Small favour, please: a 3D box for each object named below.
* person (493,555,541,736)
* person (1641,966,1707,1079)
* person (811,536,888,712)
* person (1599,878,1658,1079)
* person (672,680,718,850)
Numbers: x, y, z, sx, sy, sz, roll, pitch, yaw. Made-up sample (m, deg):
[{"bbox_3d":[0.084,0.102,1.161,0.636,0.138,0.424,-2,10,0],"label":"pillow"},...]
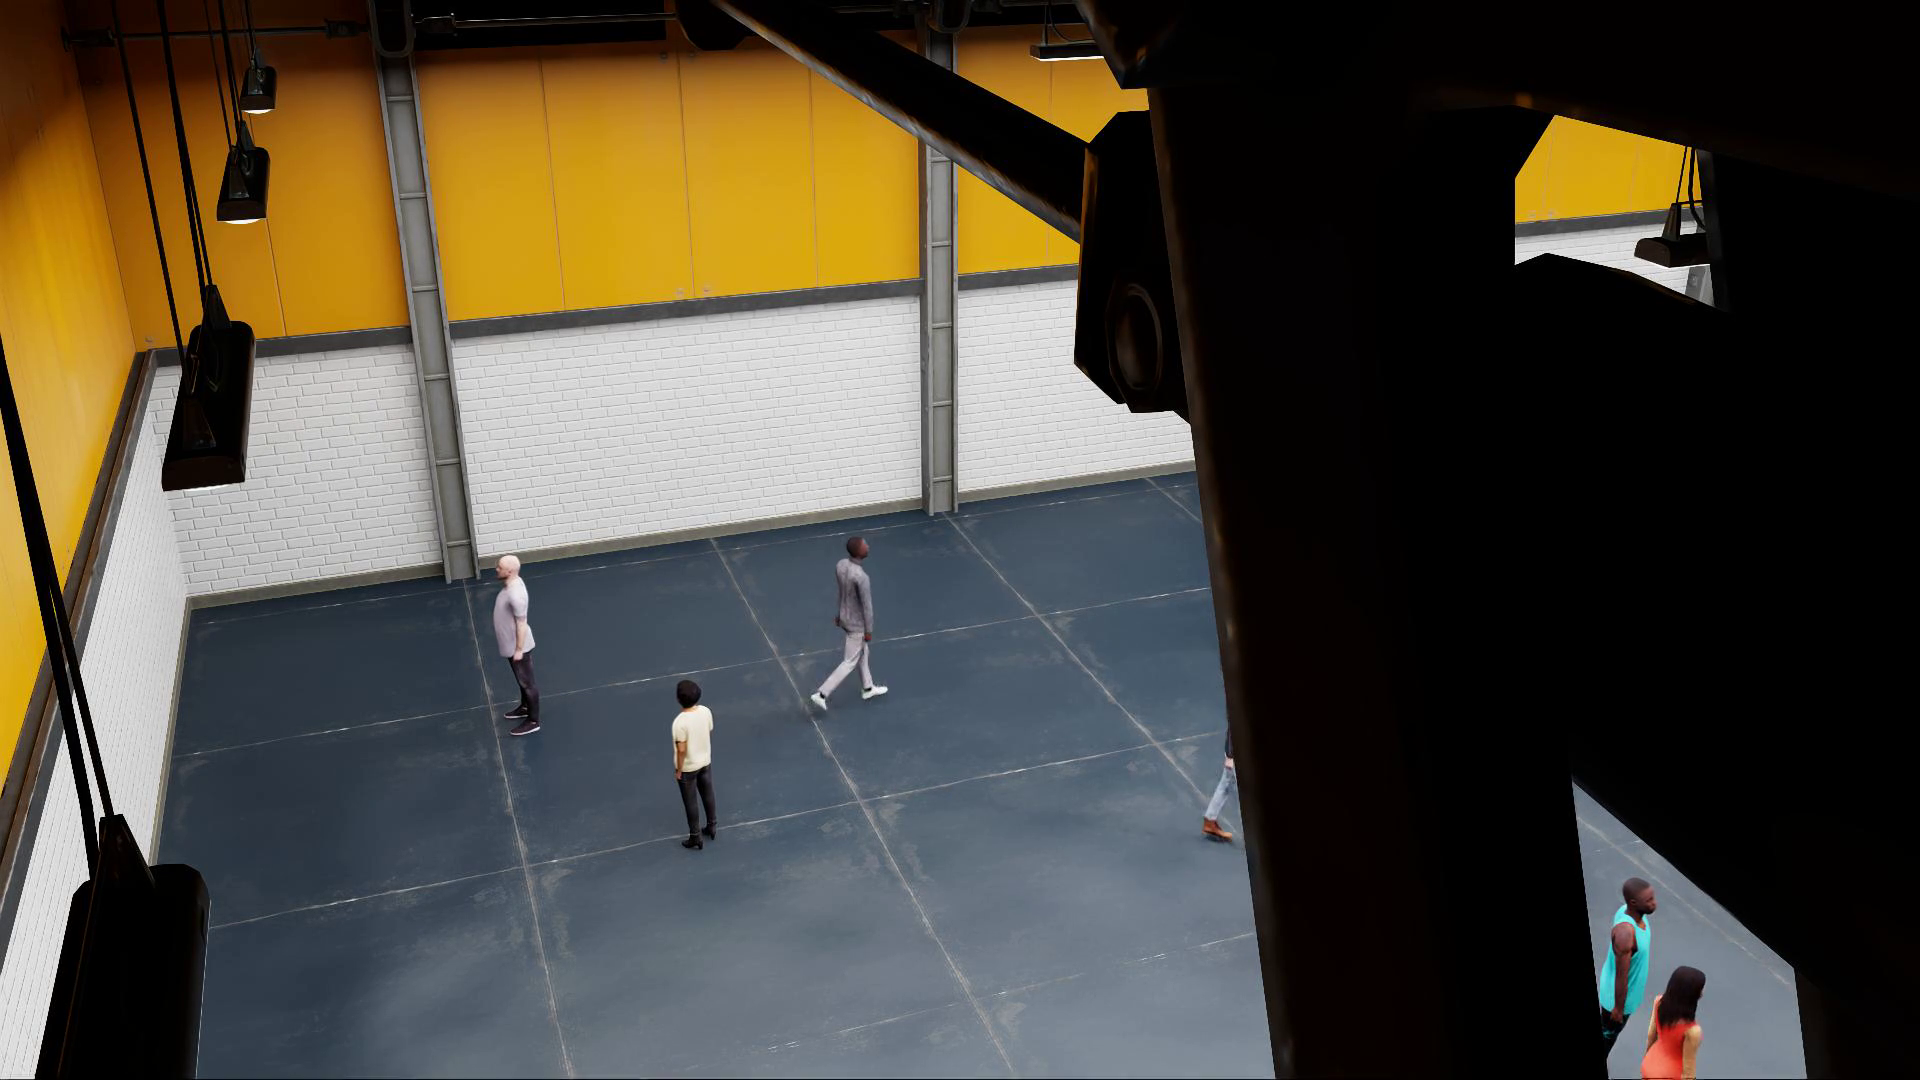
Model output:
[{"bbox_3d":[-4.302,0.985,16.140,0.580,1.838,0.662,-10,25,-21],"label":"person"},{"bbox_3d":[4.448,3.468,10.617,0.603,1.712,0.619,-7,25,-16],"label":"person"},{"bbox_3d":[-1.136,0.857,16.478,1.203,1.802,0.859,-14,27,-29],"label":"person"},{"bbox_3d":[4.500,3.081,11.379,0.739,1.811,0.669,11,26,24],"label":"person"},{"bbox_3d":[-2.293,1.924,14.305,0.716,1.587,0.597,17,29,34],"label":"person"}]
